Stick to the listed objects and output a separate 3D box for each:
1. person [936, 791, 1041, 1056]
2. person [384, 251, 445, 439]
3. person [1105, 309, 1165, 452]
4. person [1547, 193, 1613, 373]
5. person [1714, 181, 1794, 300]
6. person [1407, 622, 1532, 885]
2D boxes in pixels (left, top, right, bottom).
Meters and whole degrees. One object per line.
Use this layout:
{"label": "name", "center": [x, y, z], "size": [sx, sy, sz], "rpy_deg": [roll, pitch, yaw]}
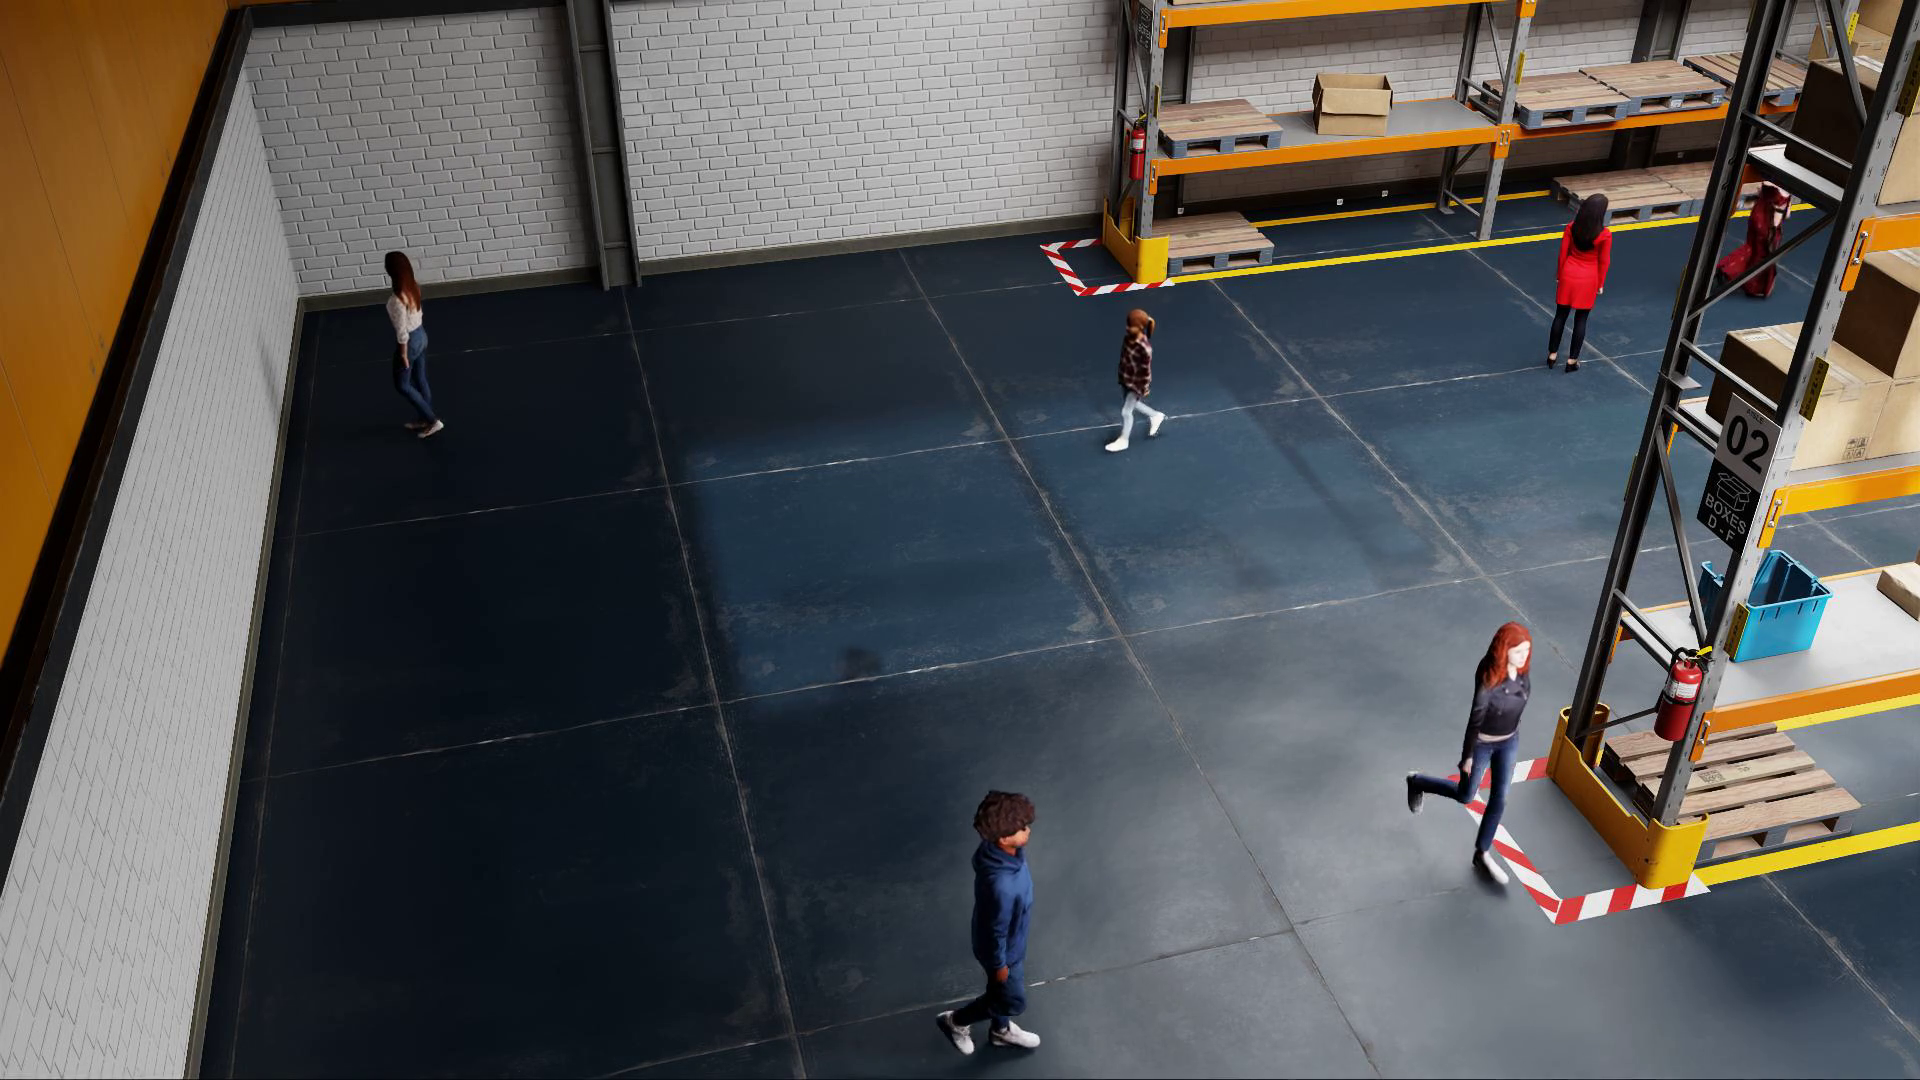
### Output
{"label": "person", "center": [0.137, 2.041, 8.668], "size": [0.919, 1.800, 0.839], "rpy_deg": [4, 34, 6]}
{"label": "person", "center": [-4.680, -1.687, 14.346], "size": [0.784, 1.724, 0.719], "rpy_deg": [4, 34, 6]}
{"label": "person", "center": [1.552, -1.386, 14.284], "size": [0.875, 1.289, 0.629], "rpy_deg": [-15, 36, -21]}
{"label": "person", "center": [5.717, -2.376, 15.360], "size": [0.735, 1.748, 0.786], "rpy_deg": [21, 39, 29]}
{"label": "person", "center": [8.025, -3.188, 16.694], "size": [0.942, 1.623, 0.808], "rpy_deg": [3, 34, 4]}
{"label": "person", "center": [3.100, 1.201, 9.959], "size": [1.051, 1.770, 0.819], "rpy_deg": [-18, 38, -26]}
